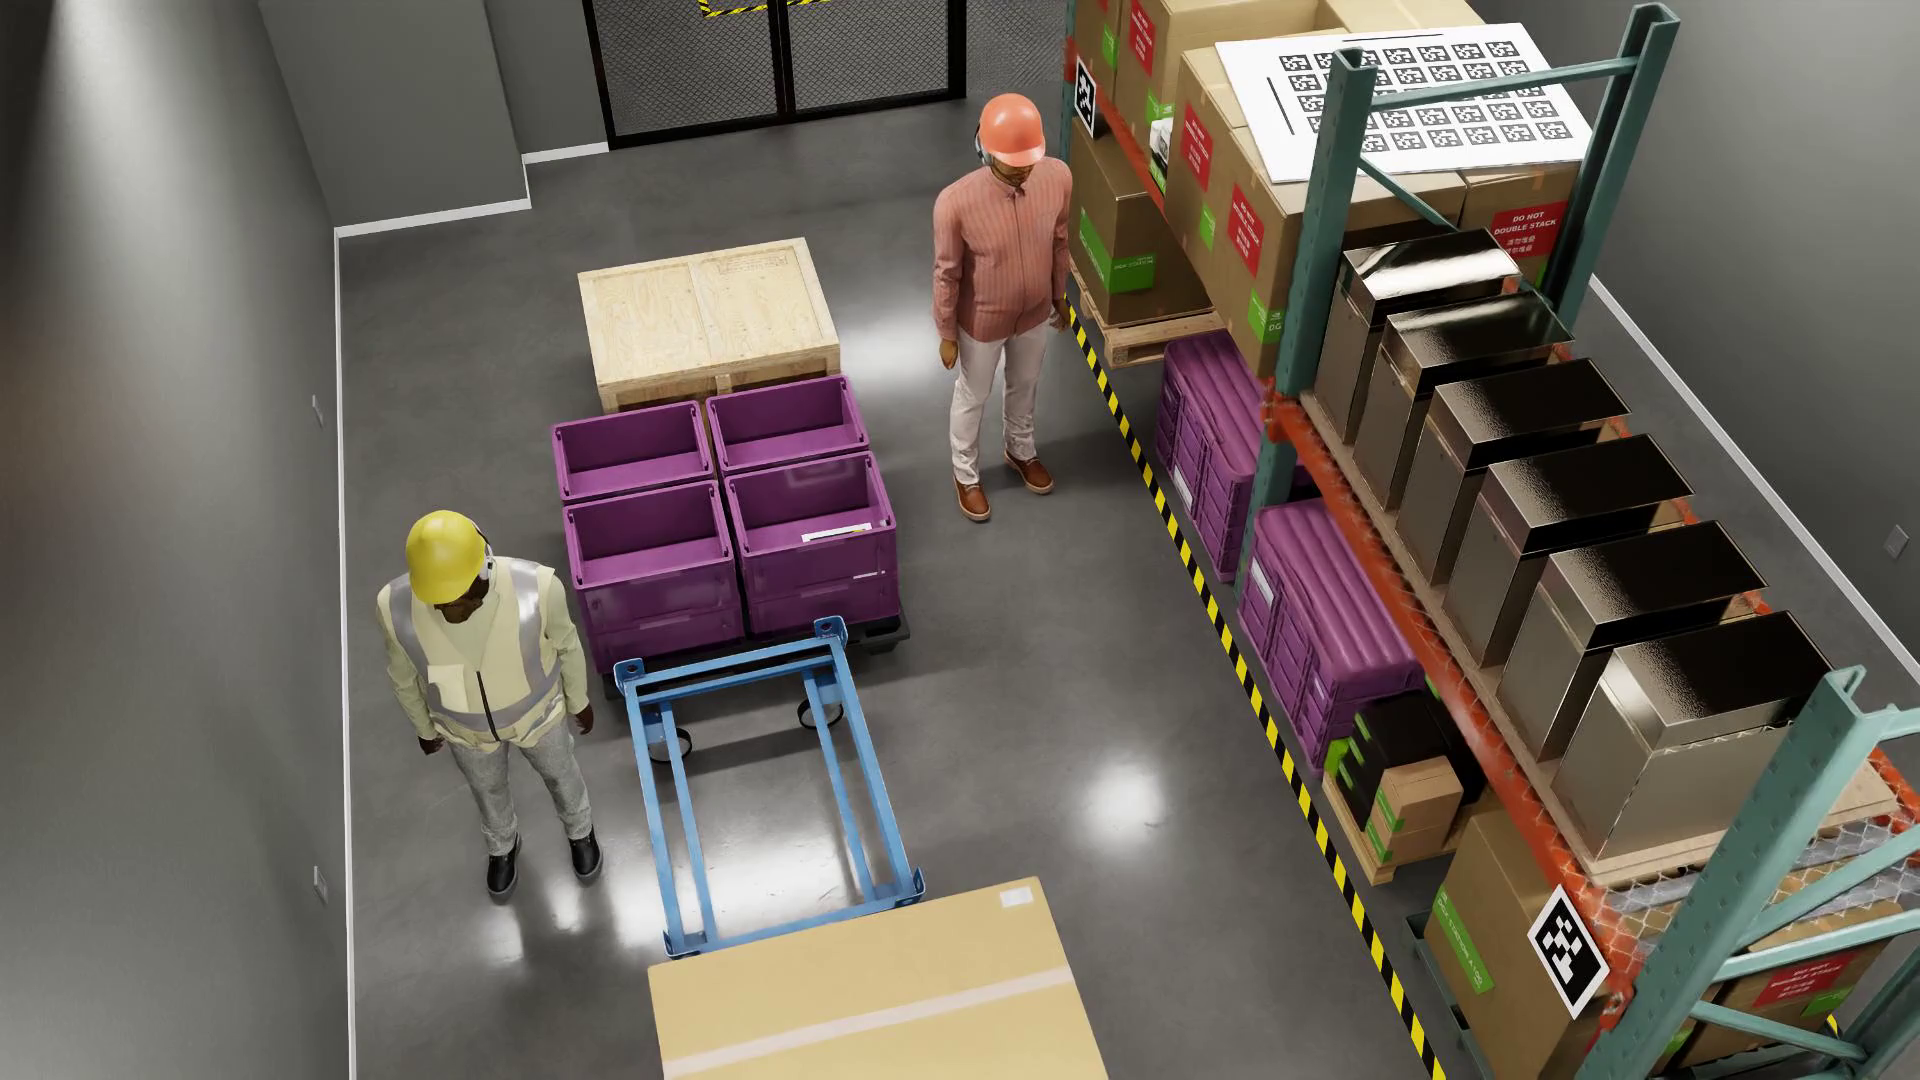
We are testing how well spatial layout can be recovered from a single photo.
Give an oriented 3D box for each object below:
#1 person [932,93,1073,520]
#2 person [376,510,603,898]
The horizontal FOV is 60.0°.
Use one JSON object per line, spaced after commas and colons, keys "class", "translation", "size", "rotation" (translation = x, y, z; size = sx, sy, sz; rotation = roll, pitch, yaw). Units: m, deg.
{"class": "person", "translation": [0.182, -0.919, 6.692], "size": [0.623, 1.993, 0.384], "rotation": [-23, 51, -20]}
{"class": "person", "translation": [-1.507, 0.554, 5.449], "size": [0.600, 1.829, 0.404], "rotation": [-9, 48, -8]}
